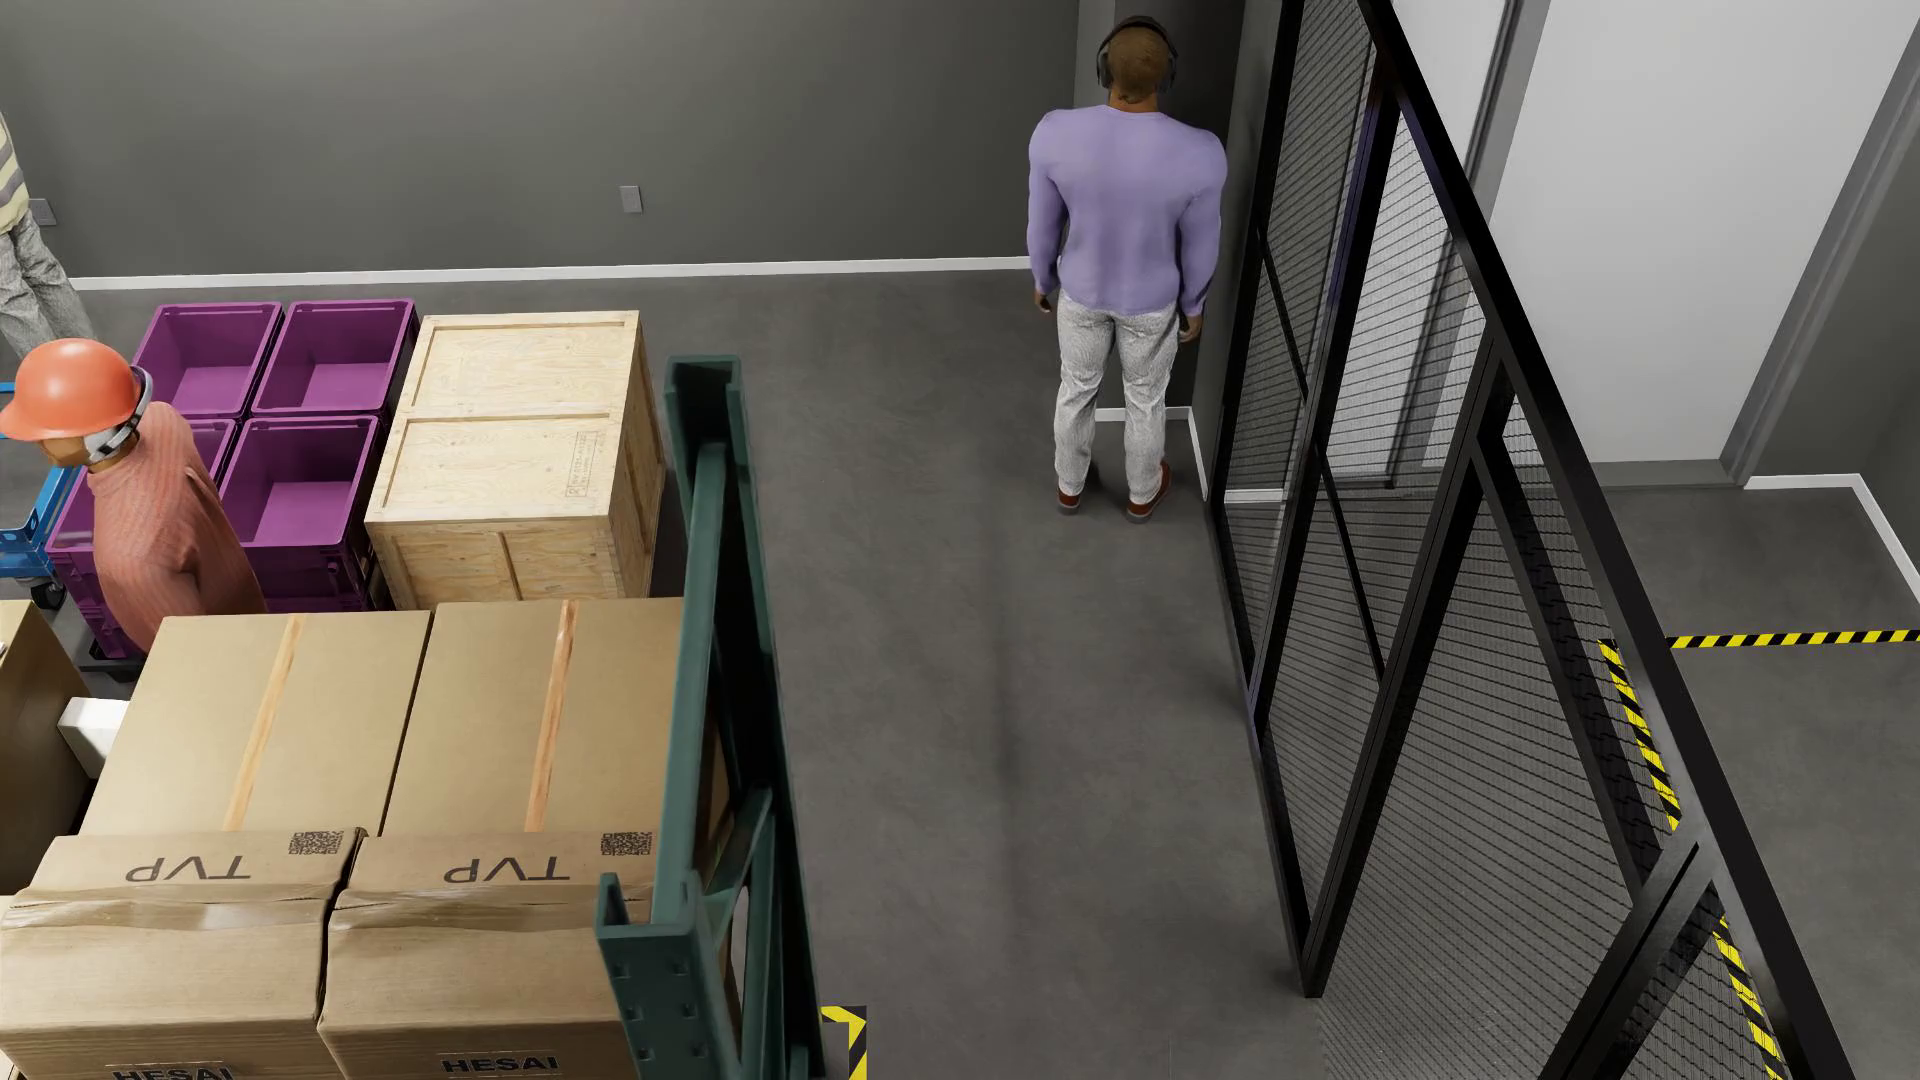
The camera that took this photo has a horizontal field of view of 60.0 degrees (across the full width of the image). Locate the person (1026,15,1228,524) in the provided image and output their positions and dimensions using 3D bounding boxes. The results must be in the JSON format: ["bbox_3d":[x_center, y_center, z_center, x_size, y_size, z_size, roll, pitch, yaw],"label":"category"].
[{"bbox_3d":[0.528,-0.837,5.557,0.629,1.938,0.377,12,47,11],"label":"person"}]

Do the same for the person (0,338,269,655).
[{"bbox_3d":[-2.038,0.251,4.477,0.375,1.997,0.612,-12,48,-11],"label":"person"}]

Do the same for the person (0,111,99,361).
[{"bbox_3d":[-3.546,-1.193,5.967,0.404,1.831,0.601,0,46,0],"label":"person"}]
